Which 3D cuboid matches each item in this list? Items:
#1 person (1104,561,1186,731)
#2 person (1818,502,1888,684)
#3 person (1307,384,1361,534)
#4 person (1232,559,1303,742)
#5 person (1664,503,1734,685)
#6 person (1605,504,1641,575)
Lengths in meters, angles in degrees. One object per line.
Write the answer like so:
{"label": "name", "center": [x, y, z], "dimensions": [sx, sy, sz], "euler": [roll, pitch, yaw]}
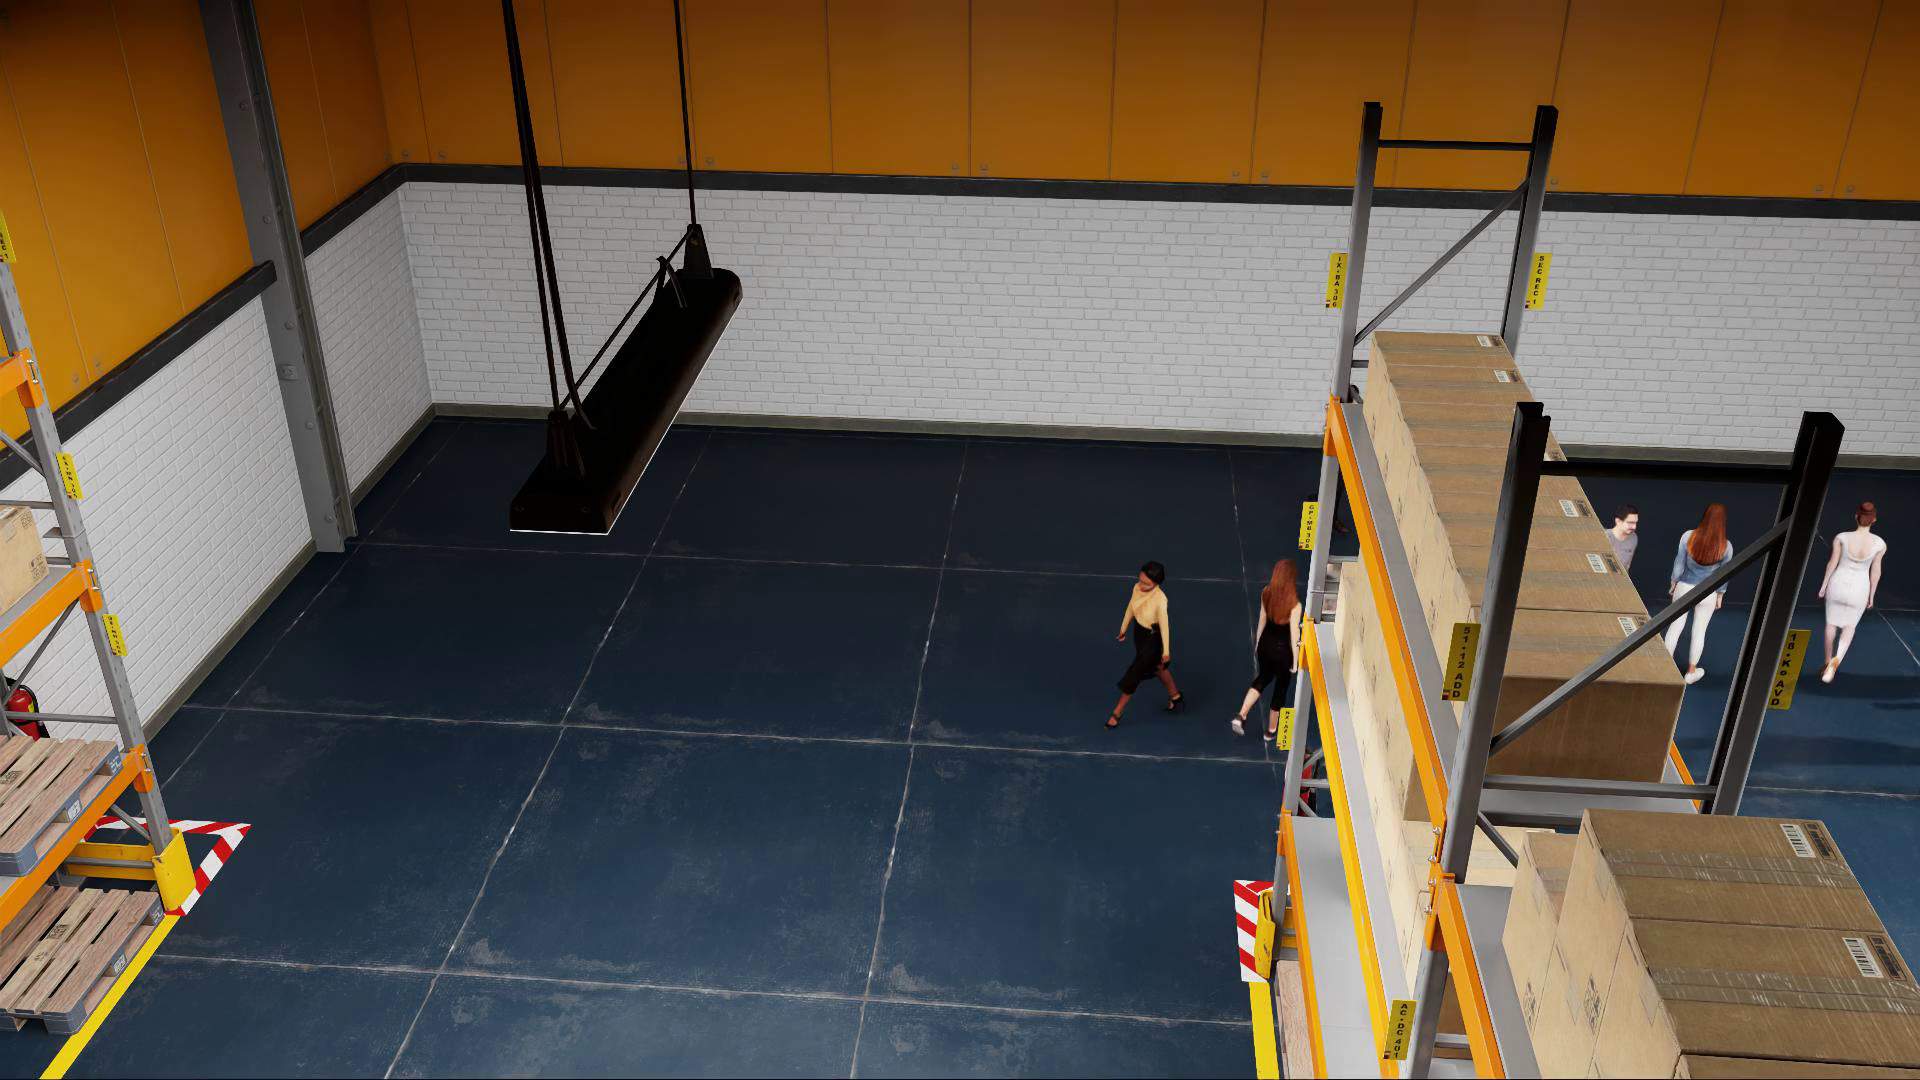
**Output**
{"label": "person", "center": [1.639, 0.864, 13.885], "dimensions": [0.999, 1.608, 1.034], "euler": [-11, 31, -20]}
{"label": "person", "center": [7.630, 0.514, 14.349], "dimensions": [0.782, 1.779, 0.945], "euler": [15, 32, 25]}
{"label": "person", "center": [3.833, -0.867, 17.032], "dimensions": [0.847, 1.633, 0.831], "euler": [18, 34, 30]}
{"label": "person", "center": [2.527, 0.941, 13.636], "dimensions": [0.935, 1.712, 0.882], "euler": [-21, 35, -33]}
{"label": "person", "center": [6.427, 0.462, 14.527], "dimensions": [0.690, 1.700, 0.679], "euler": [18, 33, 29]}
{"label": "person", "center": [5.559, 0.424, 14.562], "dimensions": [0.805, 1.733, 1.003], "euler": [-3, 29, -6]}
